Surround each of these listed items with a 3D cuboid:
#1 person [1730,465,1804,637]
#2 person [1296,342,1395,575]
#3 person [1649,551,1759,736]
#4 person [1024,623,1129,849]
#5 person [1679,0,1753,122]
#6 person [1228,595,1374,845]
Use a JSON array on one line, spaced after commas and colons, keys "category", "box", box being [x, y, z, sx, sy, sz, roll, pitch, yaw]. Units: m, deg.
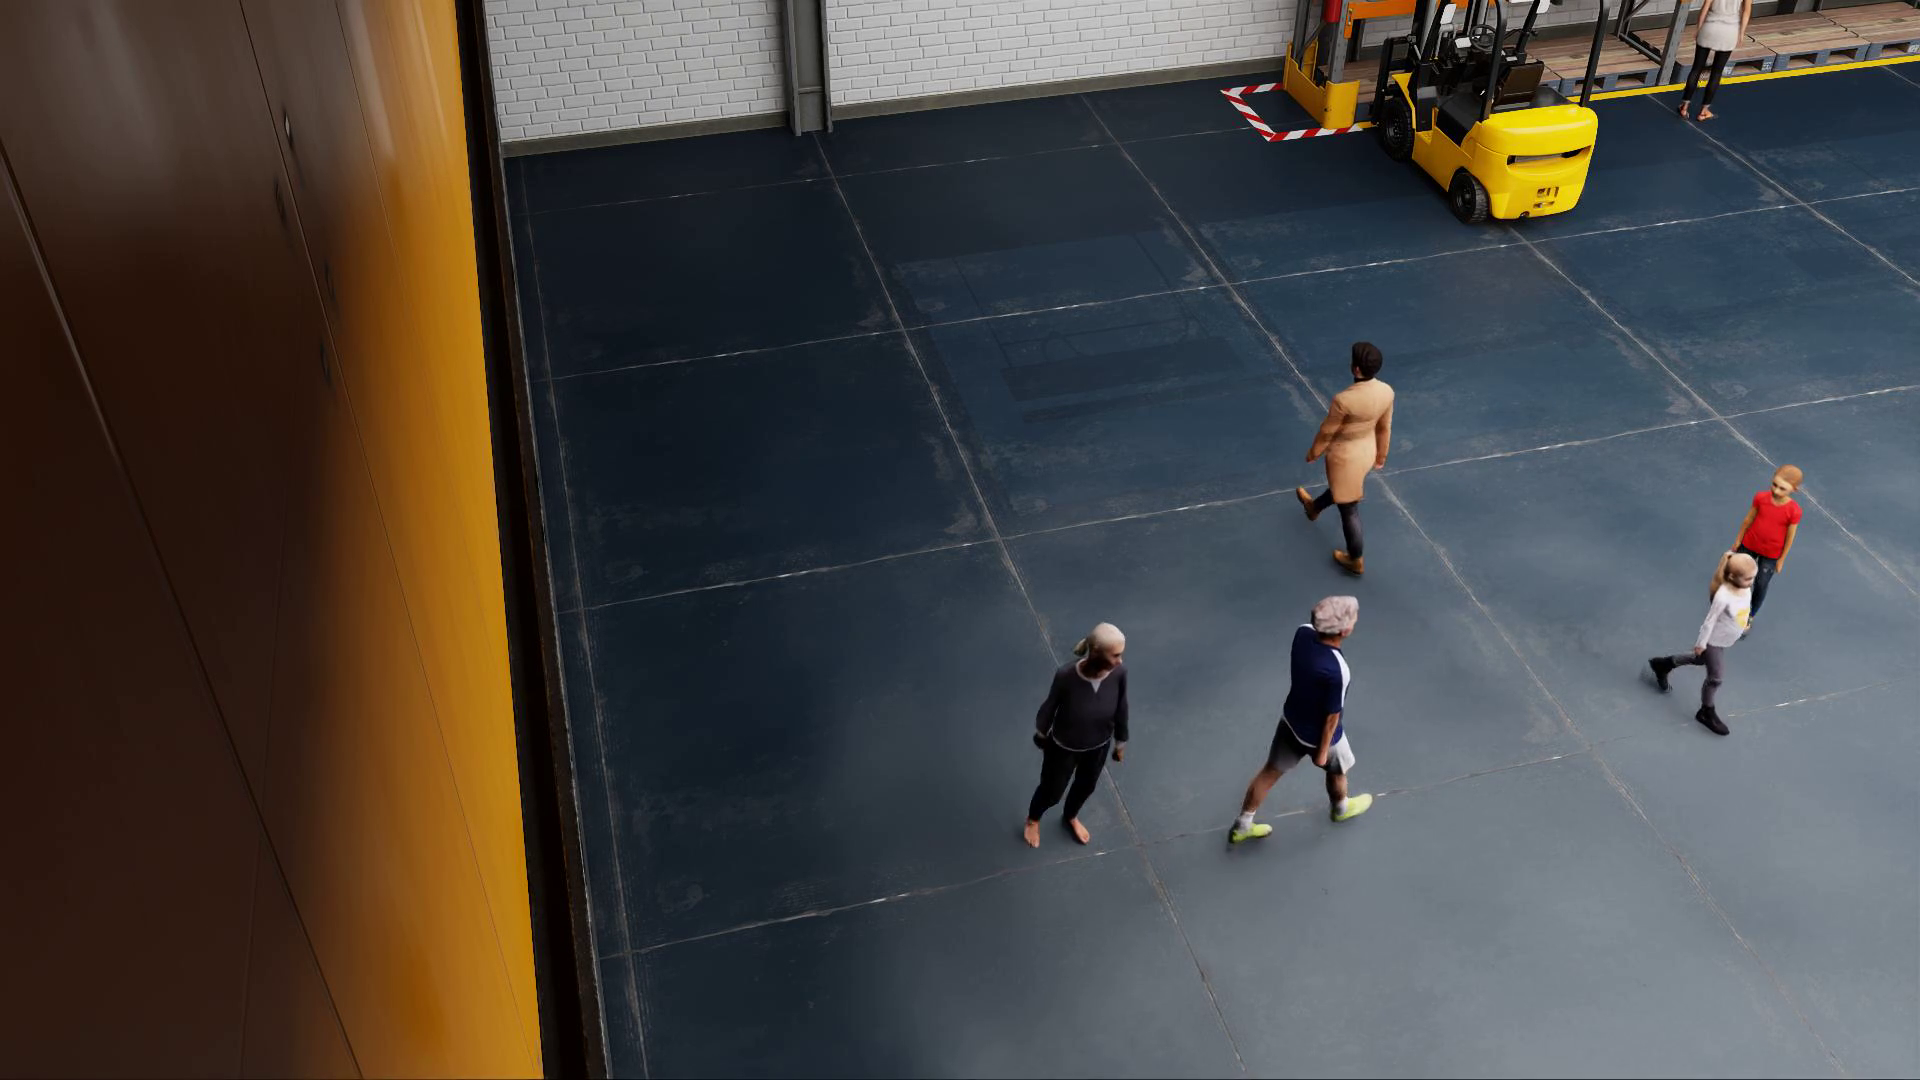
[{"category": "person", "box": [5.292, 0.047, 10.961, 0.600, 1.310, 0.567, -32, 48, -33]}, {"category": "person", "box": [2.723, -0.518, 11.369, 1.124, 1.684, 0.901, -20, 43, -23]}, {"category": "person", "box": [4.653, 0.570, 10.345, 0.883, 1.261, 0.772, -26, 45, -29]}, {"category": "person", "box": [0.634, 1.076, 9.365, 0.532, 1.695, 0.762, -1, 39, -1]}, {"category": "person", "box": [7.821, -5.212, 17.134, 0.712, 1.823, 0.770, 17, 42, 20]}, {"category": "person", "box": [1.887, 1.056, 9.310, 1.214, 1.793, 0.794, -16, 41, -19]}]
